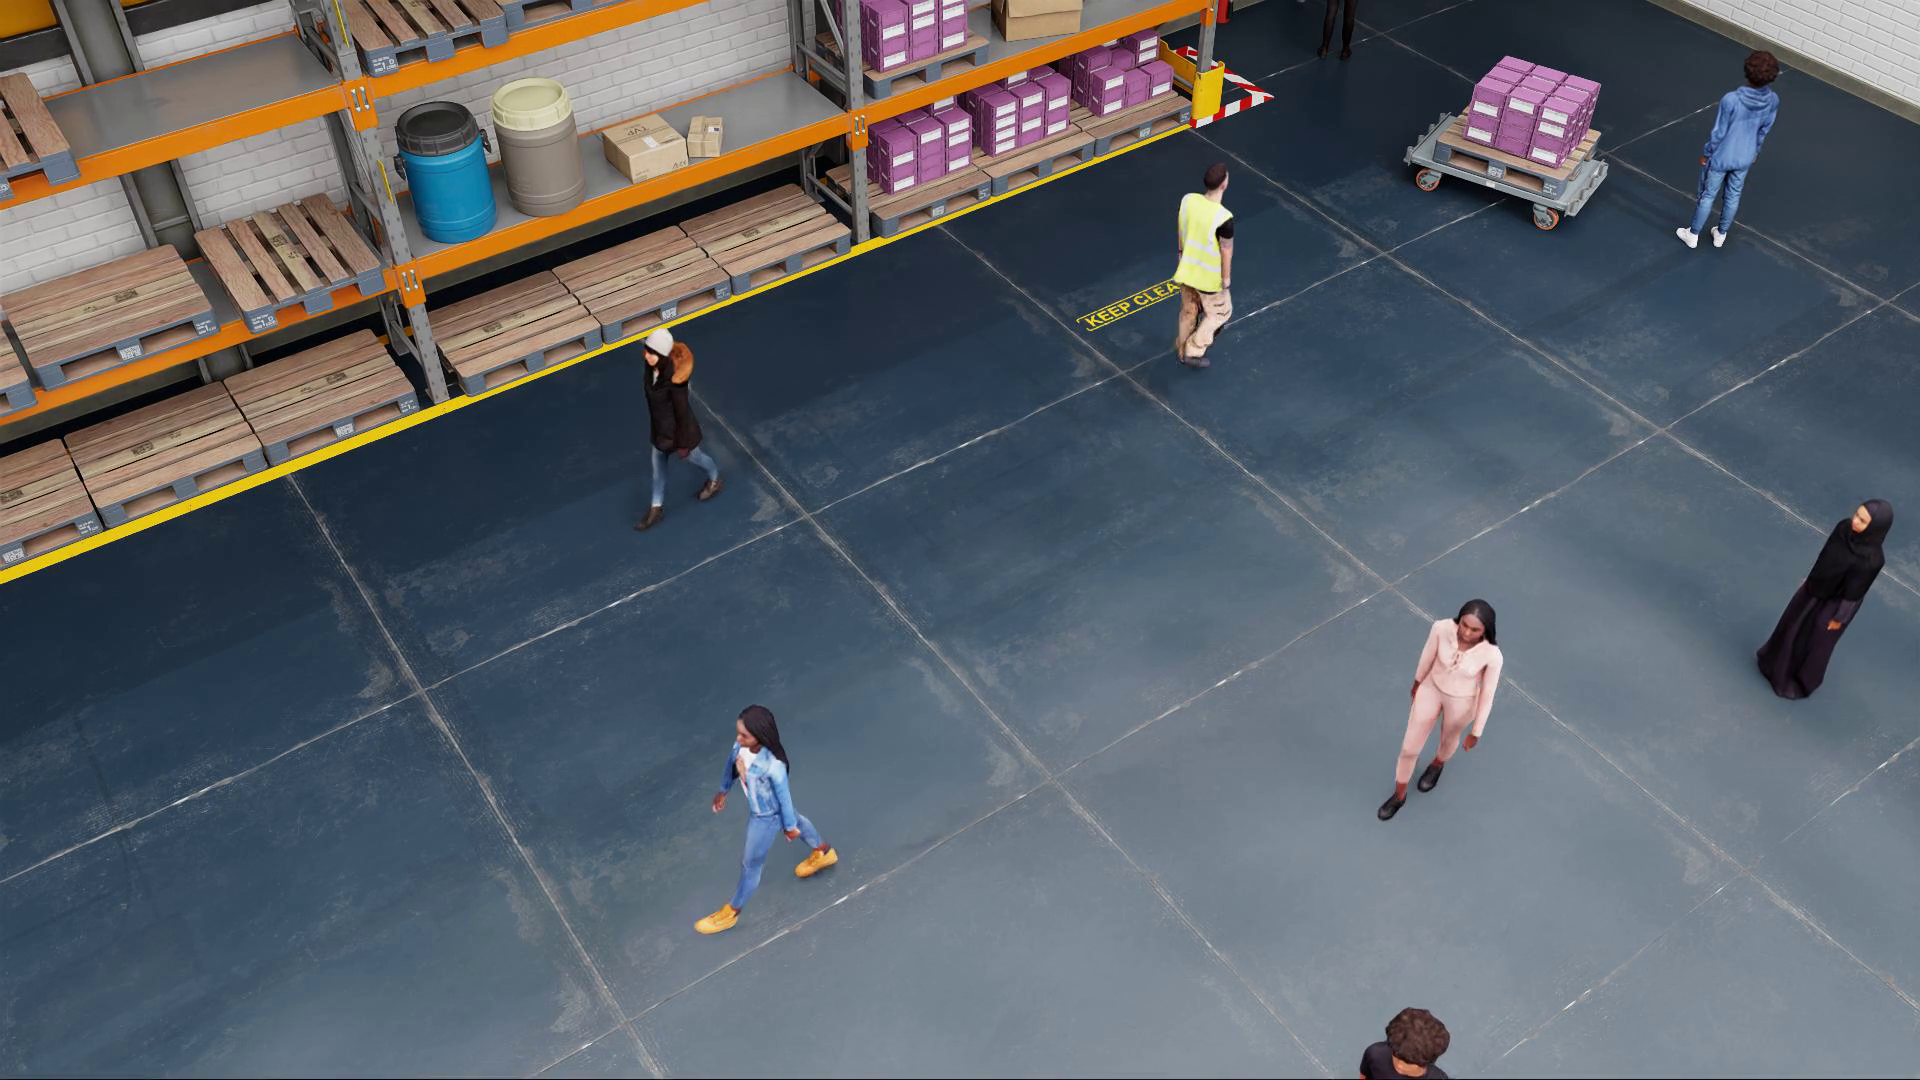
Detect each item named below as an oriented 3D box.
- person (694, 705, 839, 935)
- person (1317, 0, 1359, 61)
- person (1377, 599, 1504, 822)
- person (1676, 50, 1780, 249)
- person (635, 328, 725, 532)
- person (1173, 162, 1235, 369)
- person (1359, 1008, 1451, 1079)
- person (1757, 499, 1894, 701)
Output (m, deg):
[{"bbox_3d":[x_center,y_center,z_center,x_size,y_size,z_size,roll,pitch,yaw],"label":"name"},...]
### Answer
[{"bbox_3d":[-0.998,1.472,9.390,1.207,1.664,0.714,-20,47,-20],"label":"person"},{"bbox_3d":[3.925,-5.687,16.920,0.644,1.642,0.691,9,44,10],"label":"person"},{"bbox_3d":[2.957,0.922,9.943,0.827,1.697,0.991,28,50,26],"label":"person"},{"bbox_3d":[6.660,-3.355,14.351,0.704,1.808,0.817,-1,44,-1],"label":"person"},{"bbox_3d":[-1.978,-0.834,11.860,0.766,1.594,1.077,34,53,30],"label":"person"},{"bbox_3d":[1.873,-2.086,13.001,0.742,1.833,0.755,-32,52,-29],"label":"person"},{"bbox_3d":[2.118,2.756,7.970,0.925,1.763,1.228,24,48,23],"label":"person"},{"bbox_3d":[5.566,0.347,10.606,0.771,1.614,0.736,-1,44,-1],"label":"person"}]
